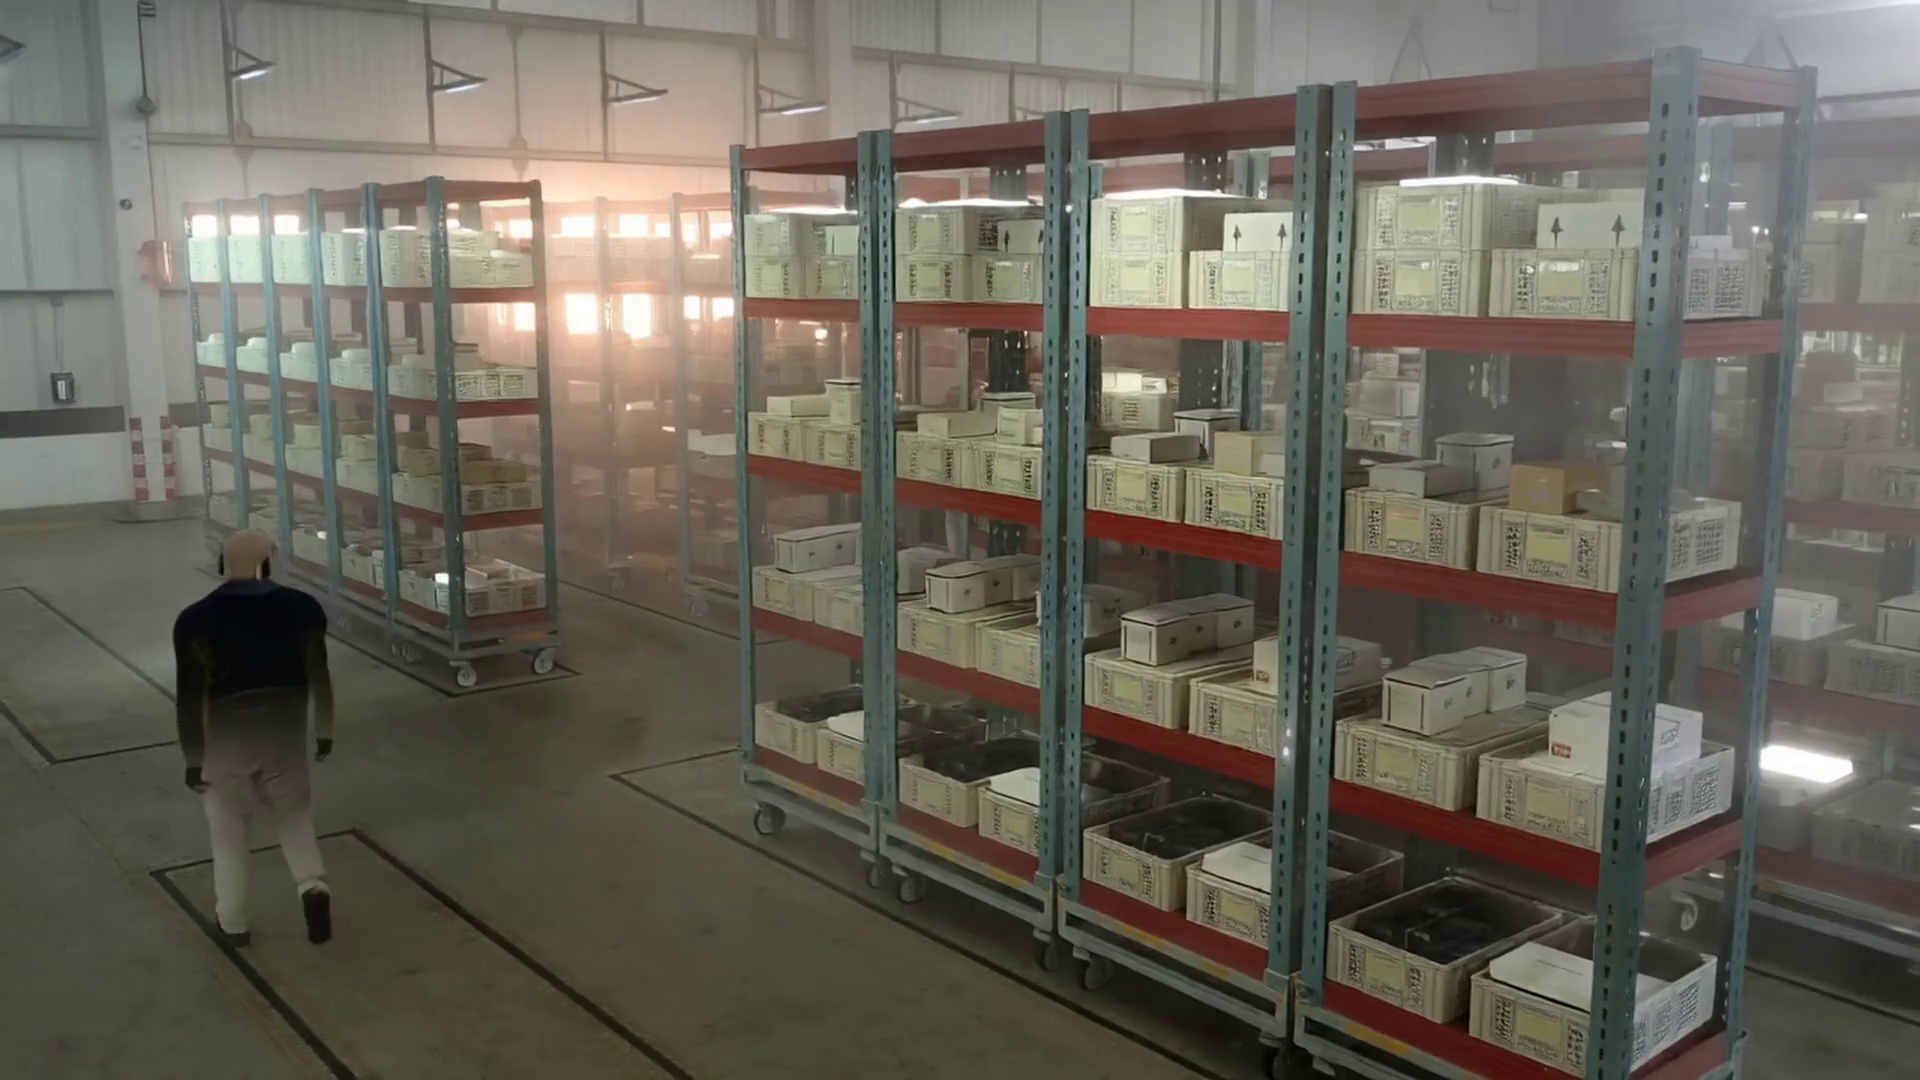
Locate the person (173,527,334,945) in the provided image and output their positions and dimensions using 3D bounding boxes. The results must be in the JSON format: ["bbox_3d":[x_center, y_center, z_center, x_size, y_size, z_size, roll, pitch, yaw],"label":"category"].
[{"bbox_3d":[-3.058,0.885,7.271,0.676,1.874,0.676,-6,11,-34],"label":"person"}]

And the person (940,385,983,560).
[{"bbox_3d":[0.012,-0.325,14.202,0.384,1.993,0.623,-6,11,-33],"label":"person"}]
